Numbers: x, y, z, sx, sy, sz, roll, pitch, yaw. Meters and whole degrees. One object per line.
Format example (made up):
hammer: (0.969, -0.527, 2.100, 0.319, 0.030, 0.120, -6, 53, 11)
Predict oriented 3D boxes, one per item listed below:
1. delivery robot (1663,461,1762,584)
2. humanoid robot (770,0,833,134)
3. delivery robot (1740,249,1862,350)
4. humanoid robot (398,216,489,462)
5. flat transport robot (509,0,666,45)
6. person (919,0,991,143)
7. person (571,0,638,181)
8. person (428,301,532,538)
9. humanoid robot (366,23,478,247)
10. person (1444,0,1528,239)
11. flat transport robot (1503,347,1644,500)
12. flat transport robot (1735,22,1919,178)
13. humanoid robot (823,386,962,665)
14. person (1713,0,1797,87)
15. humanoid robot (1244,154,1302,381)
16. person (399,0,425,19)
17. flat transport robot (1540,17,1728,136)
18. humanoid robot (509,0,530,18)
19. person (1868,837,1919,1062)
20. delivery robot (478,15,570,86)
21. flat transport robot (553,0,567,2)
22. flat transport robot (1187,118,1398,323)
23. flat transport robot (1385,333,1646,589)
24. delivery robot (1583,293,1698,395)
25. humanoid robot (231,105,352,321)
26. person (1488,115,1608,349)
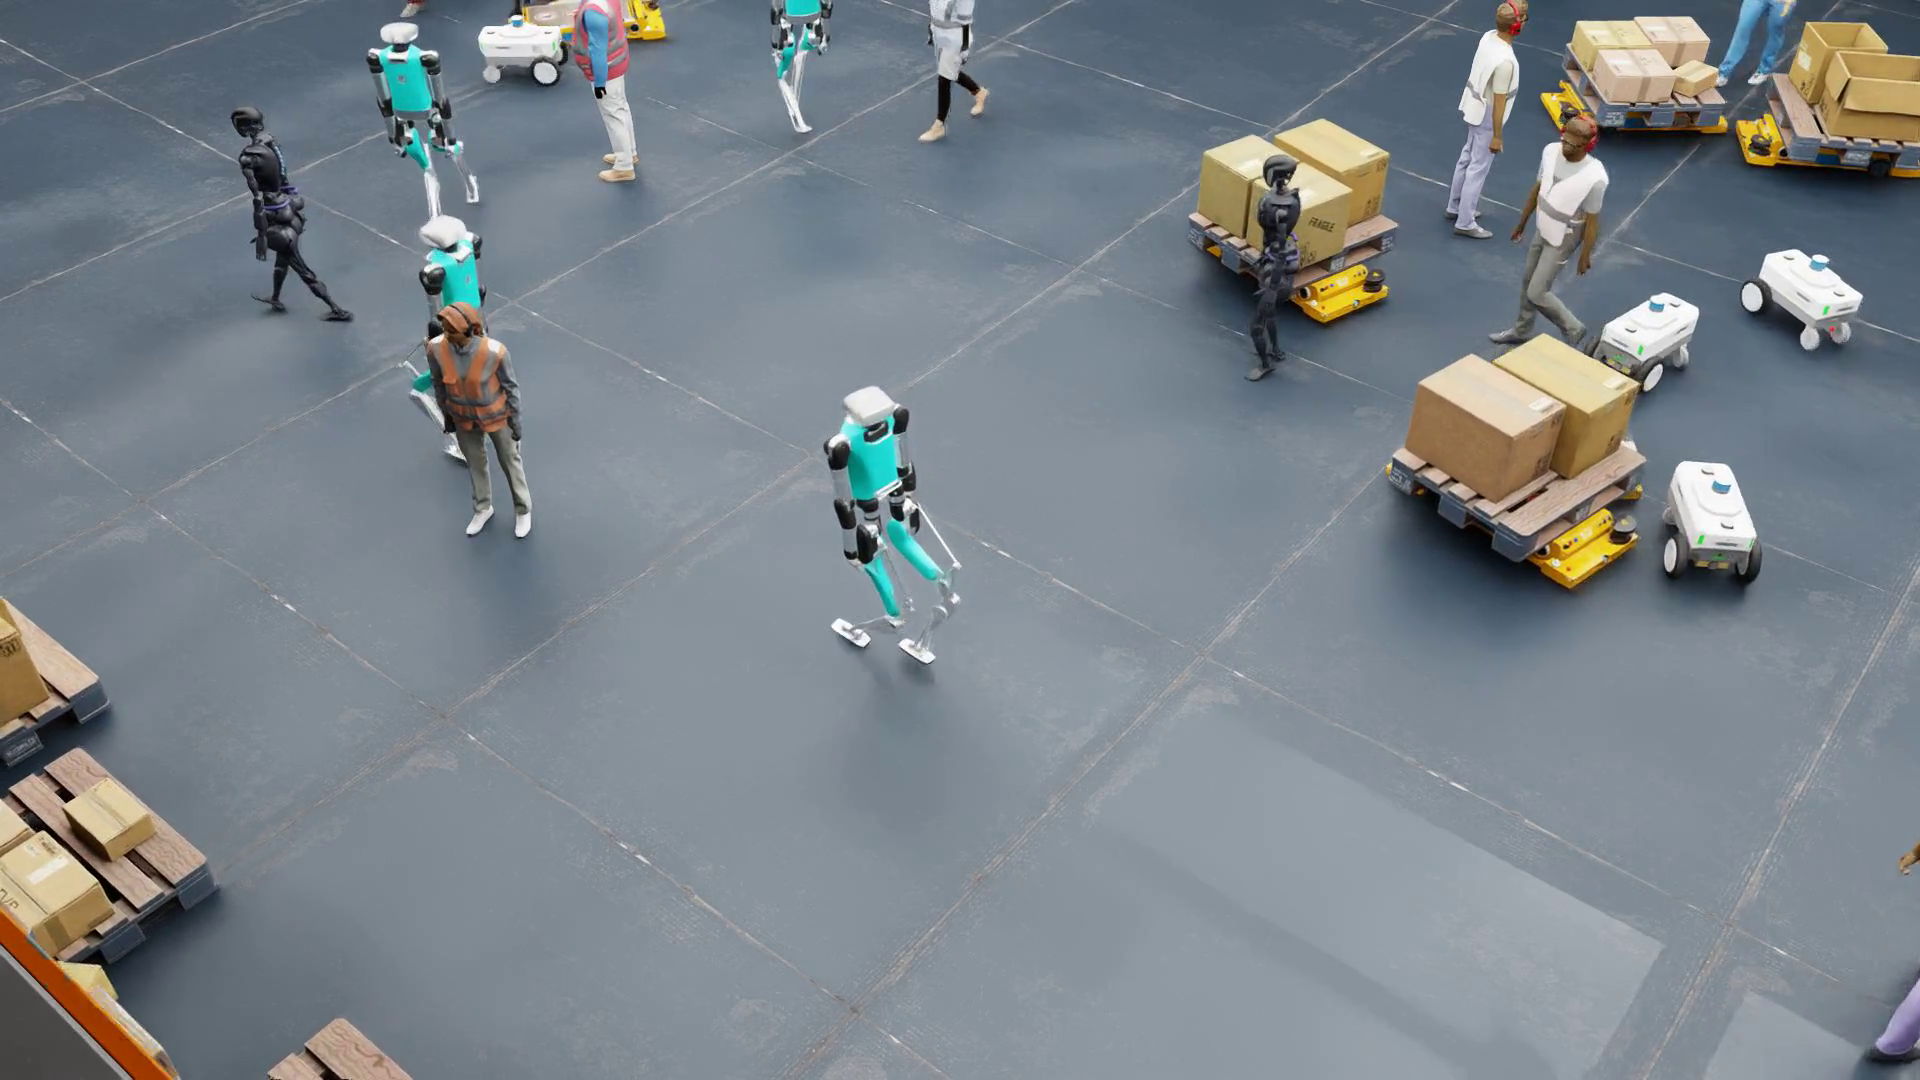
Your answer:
delivery robot: (4.508, -0.103, 9.992, 0.500, 0.612, 0.784, 4, 41, 5)
humanoid robot: (-1.387, -4.304, 14.000, 0.556, 1.723, 0.950, -15, 43, -17)
delivery robot: (6.070, -1.769, 11.935, 0.499, 0.590, 0.793, -12, 42, -14)
humanoid robot: (-3.262, -1.228, 10.401, 0.720, 1.802, 0.536, 13, 42, 15)
flat transport robot: (-3.571, -4.937, 15.886, 1.431, 0.231, 0.659, -9, 41, -11)
person: (-0.032, -4.214, 13.955, 0.760, 1.666, 0.530, -24, 46, -25)
person: (-2.859, -3.774, 13.316, 0.431, 1.838, 0.629, -1, 40, -2)
person: (-2.827, -0.713, 9.859, 0.514, 1.636, 0.313, 5, 41, 6)
humanoid robot: (-4.038, -3.230, 12.753, 0.534, 1.768, 0.955, 2, 40, 2)
person: (3.985, -3.188, 12.607, 0.380, 1.849, 0.568, 0, 40, -1)
flat transport robot: (4.017, -0.785, 11.001, 0.659, 0.231, 1.431, 3, 40, 3)
flat transport robot: (7.342, -3.326, 13.991, 1.431, 0.231, 0.659, 7, 41, 8)
humanoid robot: (-0.324, 0.024, 8.927, 0.540, 1.777, 0.897, -33, 50, -33)
person: (7.072, -4.762, 14.572, 0.781, 1.697, 0.506, -28, 48, -29)
humanoid robot: (2.135, -1.828, 11.145, 0.389, 1.642, 0.604, 2, 40, 2)
person: (-5.314, -5.878, 15.771, 0.551, 1.856, 0.468, 29, 48, 30)
flat transport robot: (5.884, -3.778, 14.522, 1.431, 0.231, 0.659, 0, 40, 0)
humanoid robot: (-4.158, -5.708, 15.715, 0.428, 1.640, 0.609, 28, 48, 29)
person: (4.433, 1.481, 7.161, 0.922, 1.781, 0.659, -23, 46, -25)
delivery robot: (-3.978, -4.461, 15.099, 0.765, 0.586, 0.499, 0, 40, 0)
flat transport robot: (-3.998, -5.759, 16.853, 0.659, 0.231, 1.431, -21, 45, -23)
flat transport robot: (2.491, -2.123, 12.576, 0.659, 0.231, 1.431, -24, 46, -26)
flat transport robot: (3.430, -0.259, 10.382, 0.659, 0.231, 1.431, -27, 47, -28)
delivery robot: (4.755, -1.402, 11.501, 0.741, 0.587, 0.525, -27, 47, -28)
humanoid robot: (-4.825, -2.258, 11.680, 0.769, 1.627, 0.609, 1, 40, 2)
person: (4.067, -2.049, 11.292, 0.487, 1.825, 0.559, -6, 41, -6)
